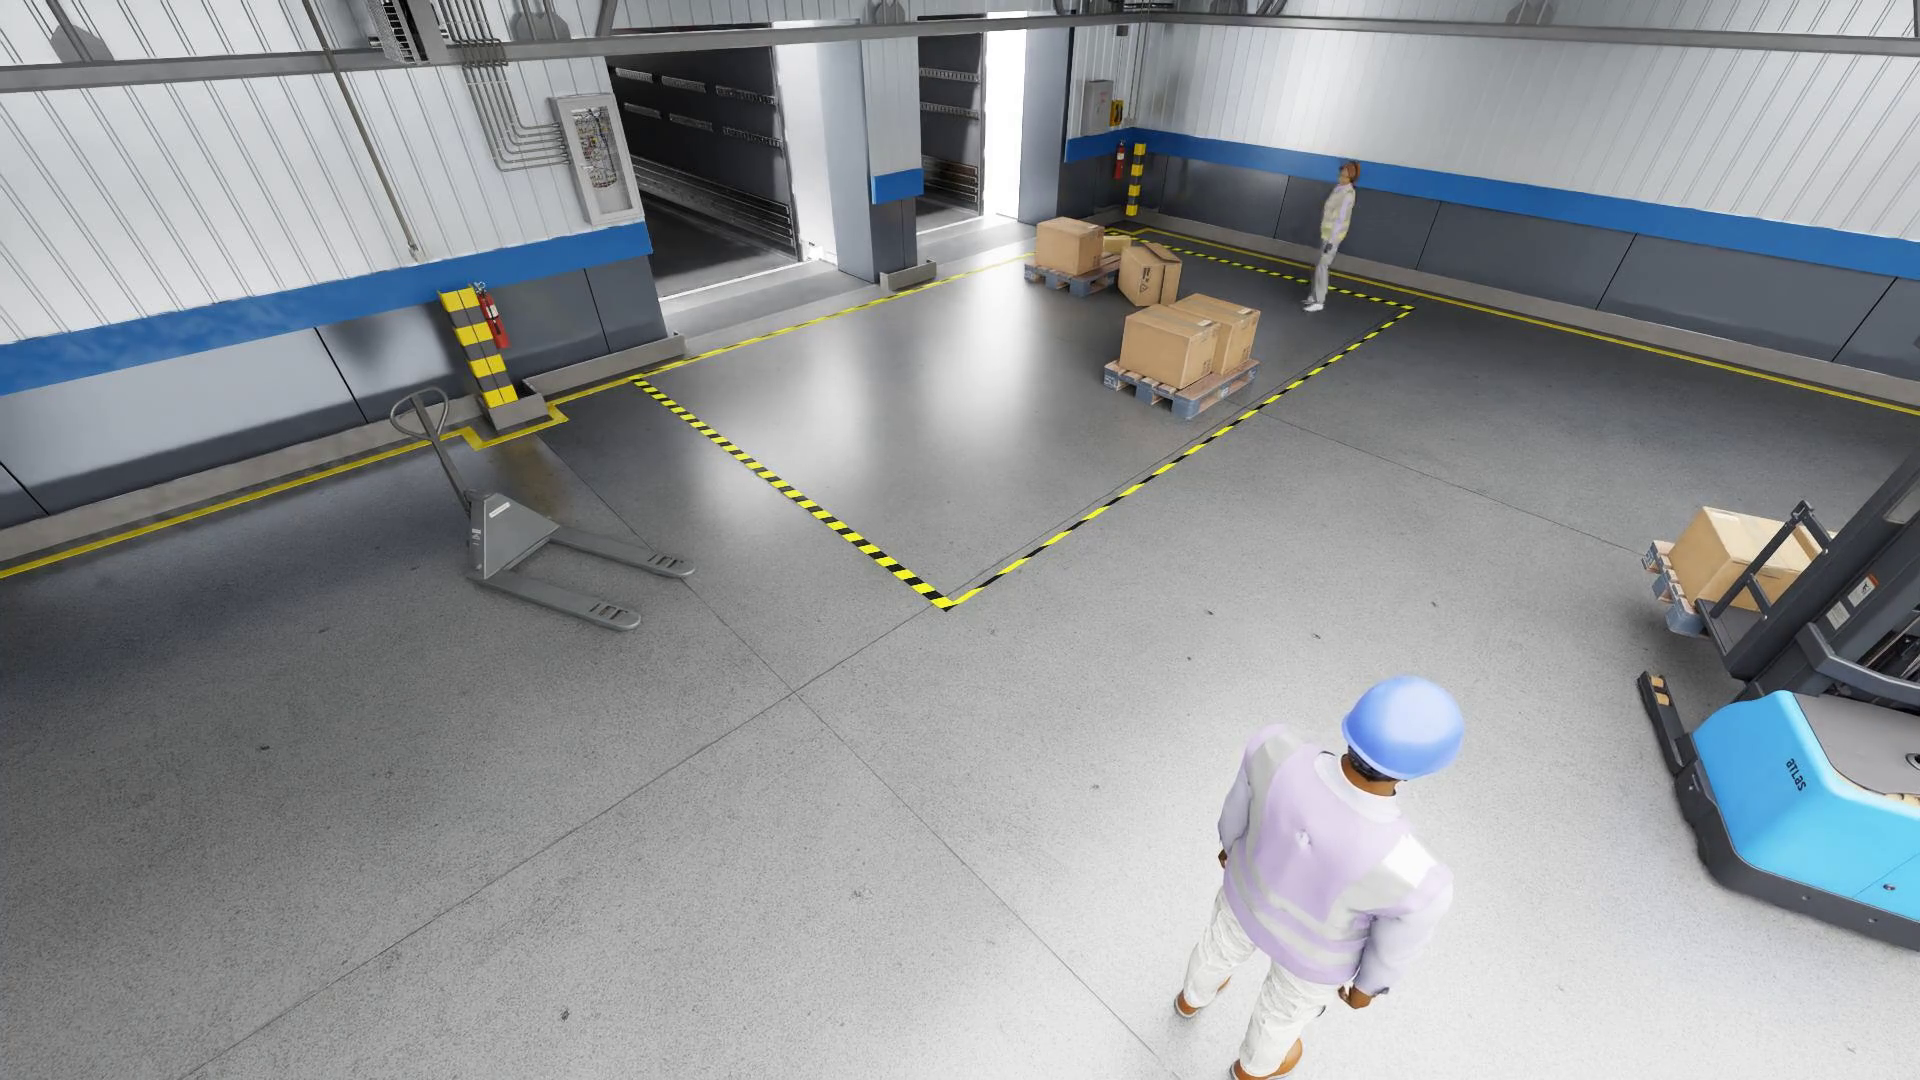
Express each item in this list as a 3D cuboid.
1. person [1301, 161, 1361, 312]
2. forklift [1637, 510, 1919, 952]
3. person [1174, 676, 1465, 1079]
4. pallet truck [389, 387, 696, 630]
[{"bbox_3d":[4.277,-3.479,8.474,0.317,1.641,0.555,9,39,11],"label":"person"},{"bbox_3d":[3.839,0.603,2.839,0.716,2.013,0.776,16,41,20],"label":"forklift"},{"bbox_3d":[1.028,1.120,2.244,0.389,1.948,0.604,-21,42,-25],"label":"person"},{"bbox_3d":[-2.613,-0.247,4.593,1.601,1.201,0.680,14,40,17],"label":"pallet truck"}]
